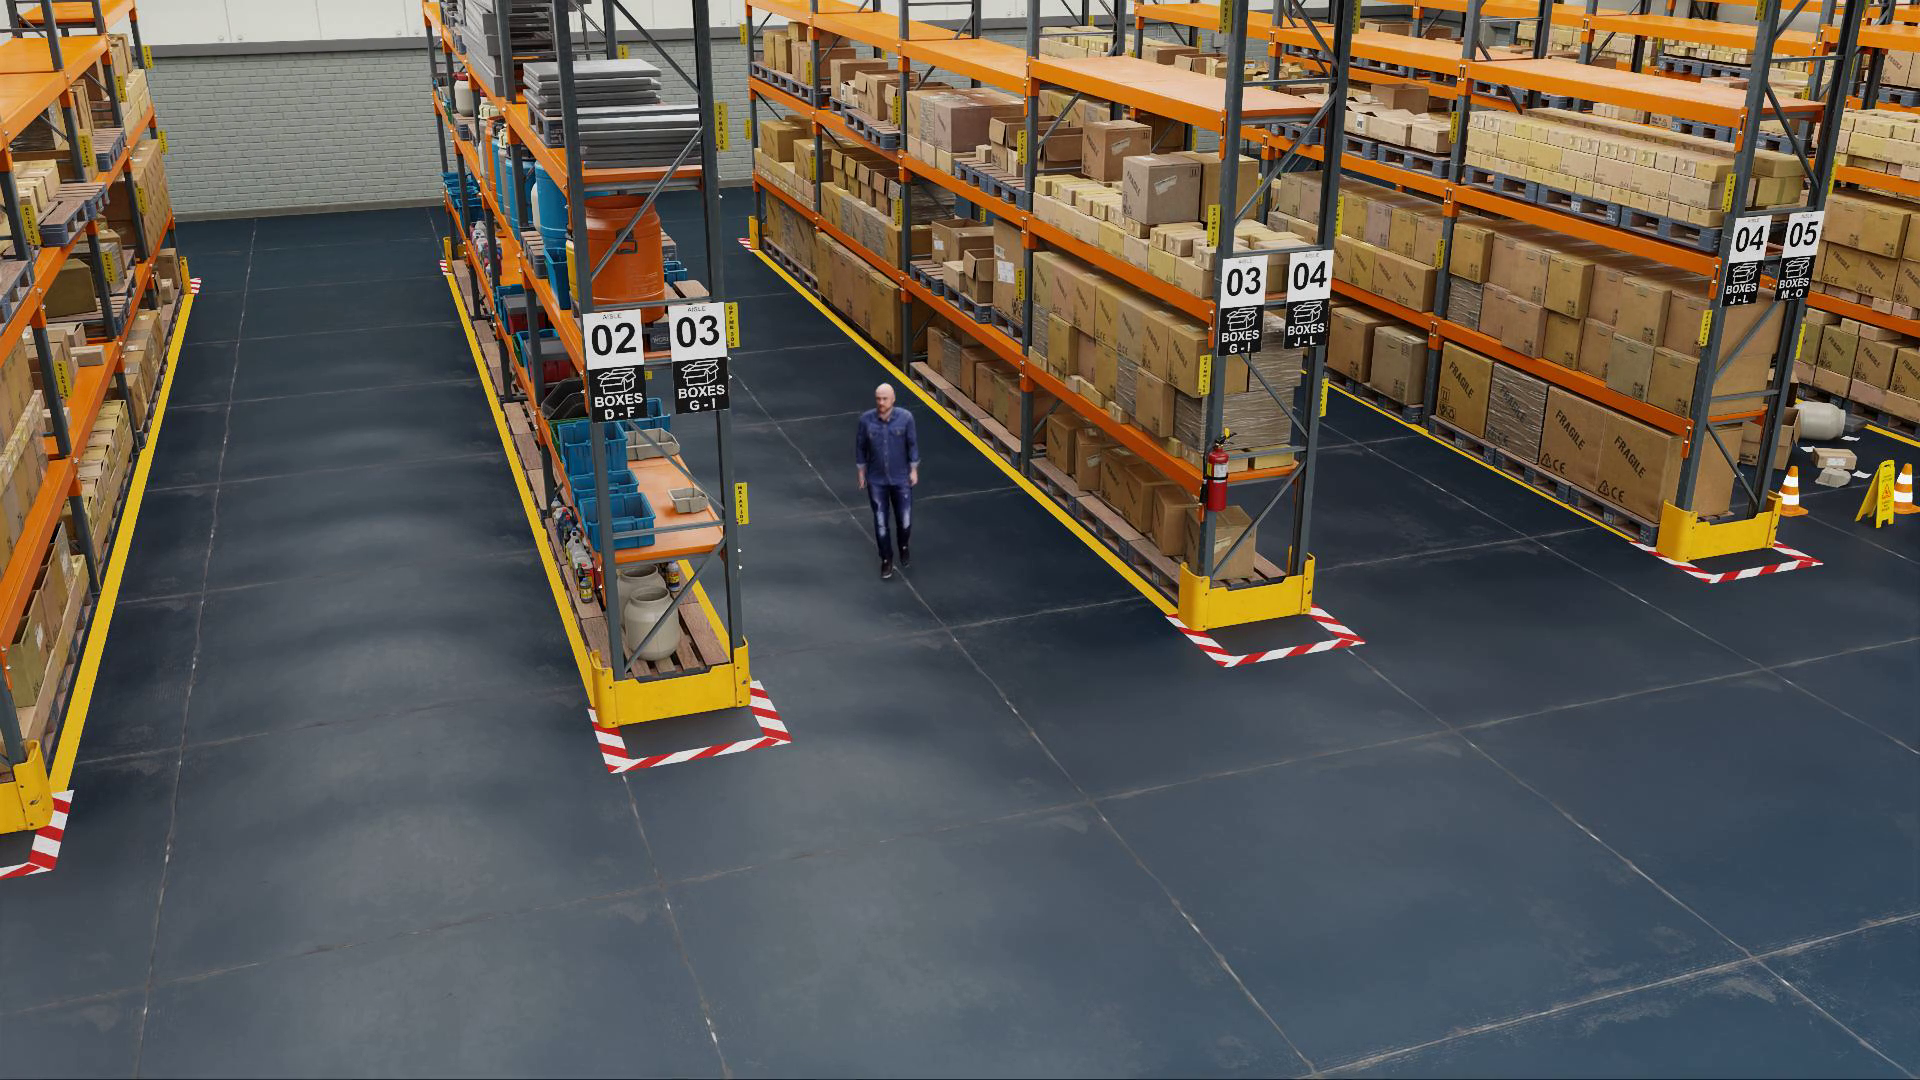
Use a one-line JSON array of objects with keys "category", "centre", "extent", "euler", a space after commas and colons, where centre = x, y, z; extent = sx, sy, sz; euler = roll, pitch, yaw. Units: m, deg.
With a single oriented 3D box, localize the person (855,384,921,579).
[{"category": "person", "centre": [-0.631, -0.565, 15.036], "extent": [0.861, 1.811, 0.855], "euler": [1, 22, 3]}]
